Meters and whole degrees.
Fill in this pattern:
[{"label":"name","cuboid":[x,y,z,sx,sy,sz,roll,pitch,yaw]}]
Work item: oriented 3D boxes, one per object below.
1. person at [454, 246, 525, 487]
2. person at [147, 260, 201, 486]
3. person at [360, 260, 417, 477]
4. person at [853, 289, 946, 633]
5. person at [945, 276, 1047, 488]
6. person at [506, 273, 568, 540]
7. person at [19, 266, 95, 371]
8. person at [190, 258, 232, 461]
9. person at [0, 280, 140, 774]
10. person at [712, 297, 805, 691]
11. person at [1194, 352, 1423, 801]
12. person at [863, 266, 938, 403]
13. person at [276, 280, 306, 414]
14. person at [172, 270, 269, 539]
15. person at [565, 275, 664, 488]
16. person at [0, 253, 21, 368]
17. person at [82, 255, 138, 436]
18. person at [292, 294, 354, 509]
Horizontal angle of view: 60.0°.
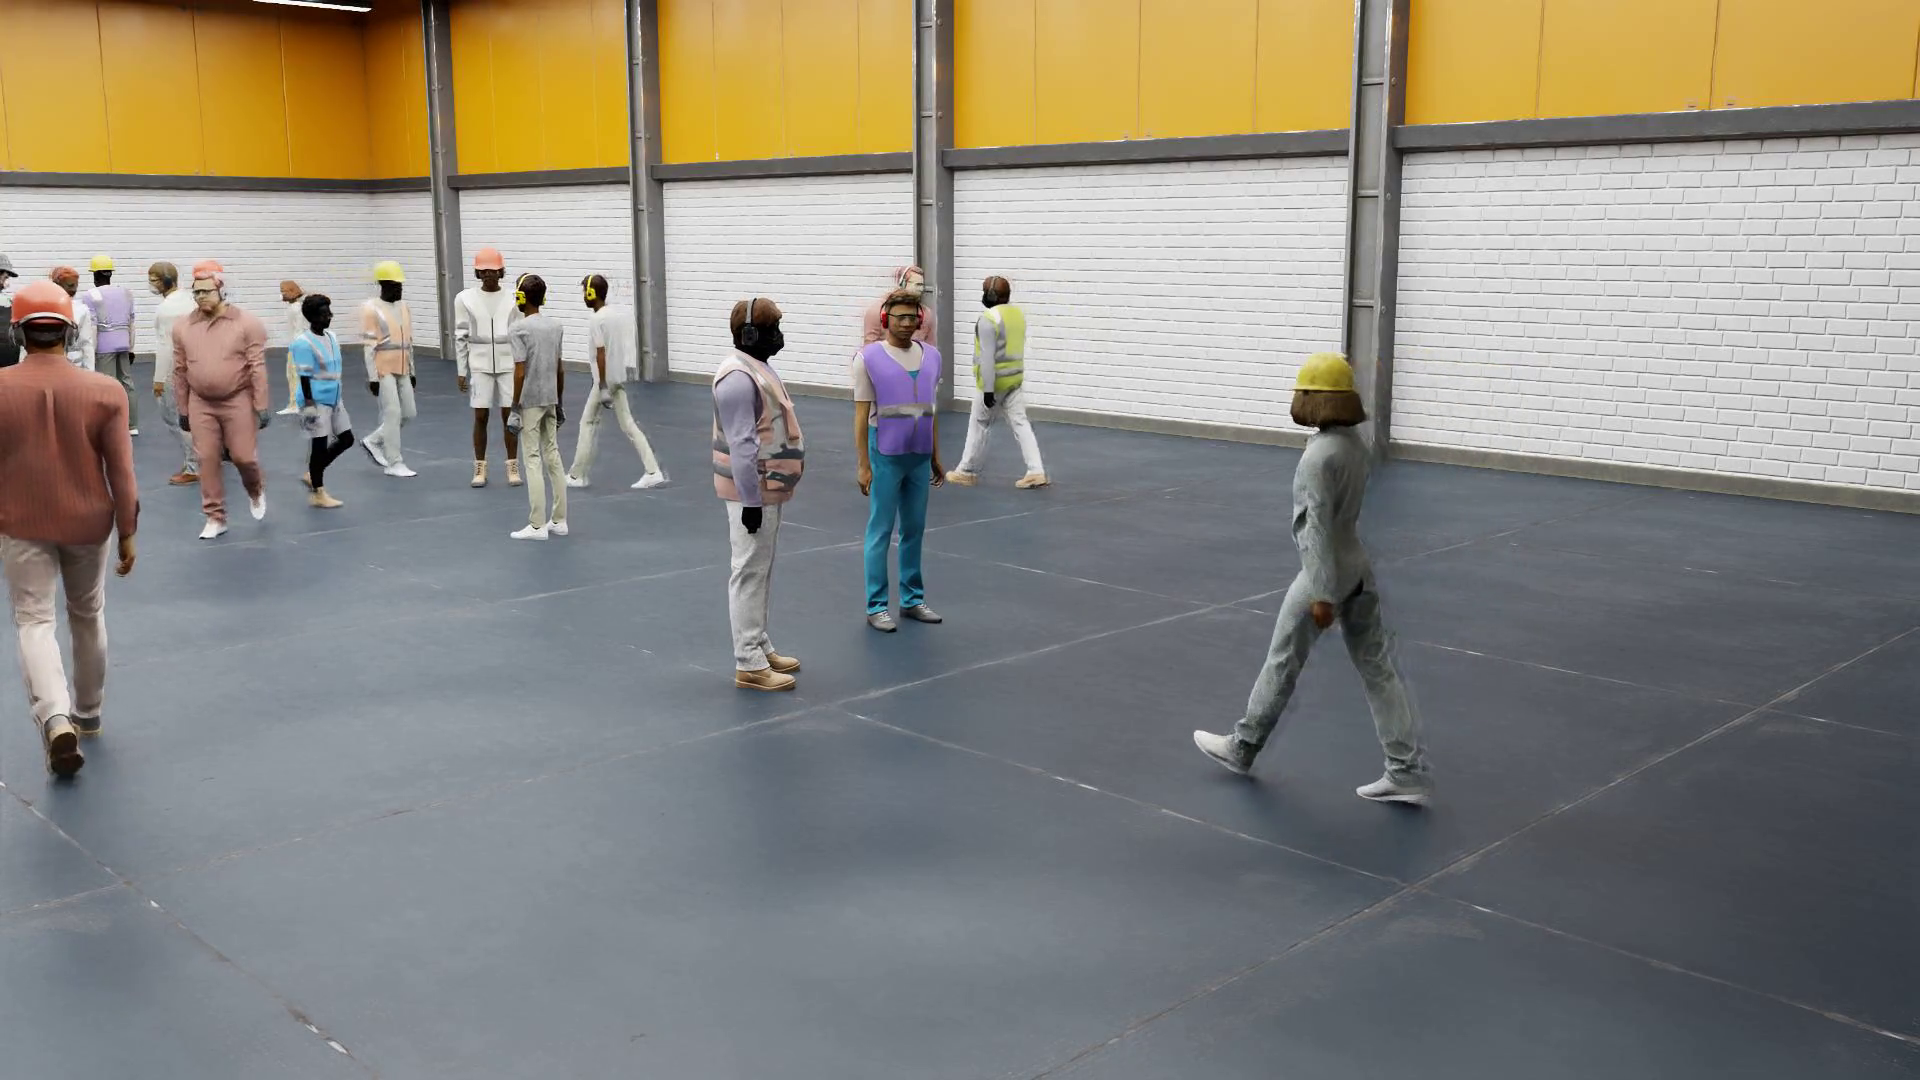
[{"label":"person","cuboid":[-3.950,-1.459,14.099,0.615,2.038,0.396,-3,11,-15]},{"label":"person","cuboid":[-6.670,-1.401,14.101,0.462,1.920,0.642,-3,11,-14]},{"label":"person","cuboid":[-5.094,-1.515,14.755,0.569,1.910,0.596,4,11,19]},{"label":"person","cuboid":[-0.335,-0.437,9.060,0.574,1.842,0.375,-9,14,-40]},{"label":"person","cuboid":[0.333,-1.327,14.058,0.982,1.795,0.640,8,13,37]},{"label":"person","cuboid":[-2.993,-0.929,11.697,0.356,1.874,0.549,6,12,28]},{"label":"person","cuboid":[-7.913,-1.466,14.645,0.561,1.856,0.635,7,12,32]},{"label":"person","cuboid":[-7.062,-1.685,15.667,0.638,1.918,0.550,4,11,23]},{"label":"person","cuboid":[-3.657,-0.064,6.730,0.609,1.967,0.950,-7,12,-33]},{"label":"person","cuboid":[-0.948,-0.221,7.898,0.429,1.844,0.624,0,10,0]},{"label":"person","cuboid":[1.381,0.136,6.338,0.949,1.688,0.498,8,13,38]},{"label":"person","cuboid":[-0.448,-1.273,13.520,0.673,1.878,0.659,-7,13,-34]},{"label":"person","cuboid":[-7.851,-2.302,19.883,0.638,1.609,0.500,-5,11,-25]},{"label":"person","cuboid":[-5.263,-0.975,11.879,0.666,1.887,0.622,-1,10,-7]},{"label":"person","cuboid":[-2.959,-1.322,14.031,0.983,1.810,0.502,4,11,19]},{"label":"person","cuboid":[-9.076,-1.715,15.498,0.961,2.000,0.685,2,11,11]},{"label":"person","cuboid":[-8.941,-2.024,17.492,0.370,1.927,0.588,4,11,22]},{"label":"person","cuboid":[-4.998,-1.078,12.994,0.389,1.680,0.549,2,11,10]}]
